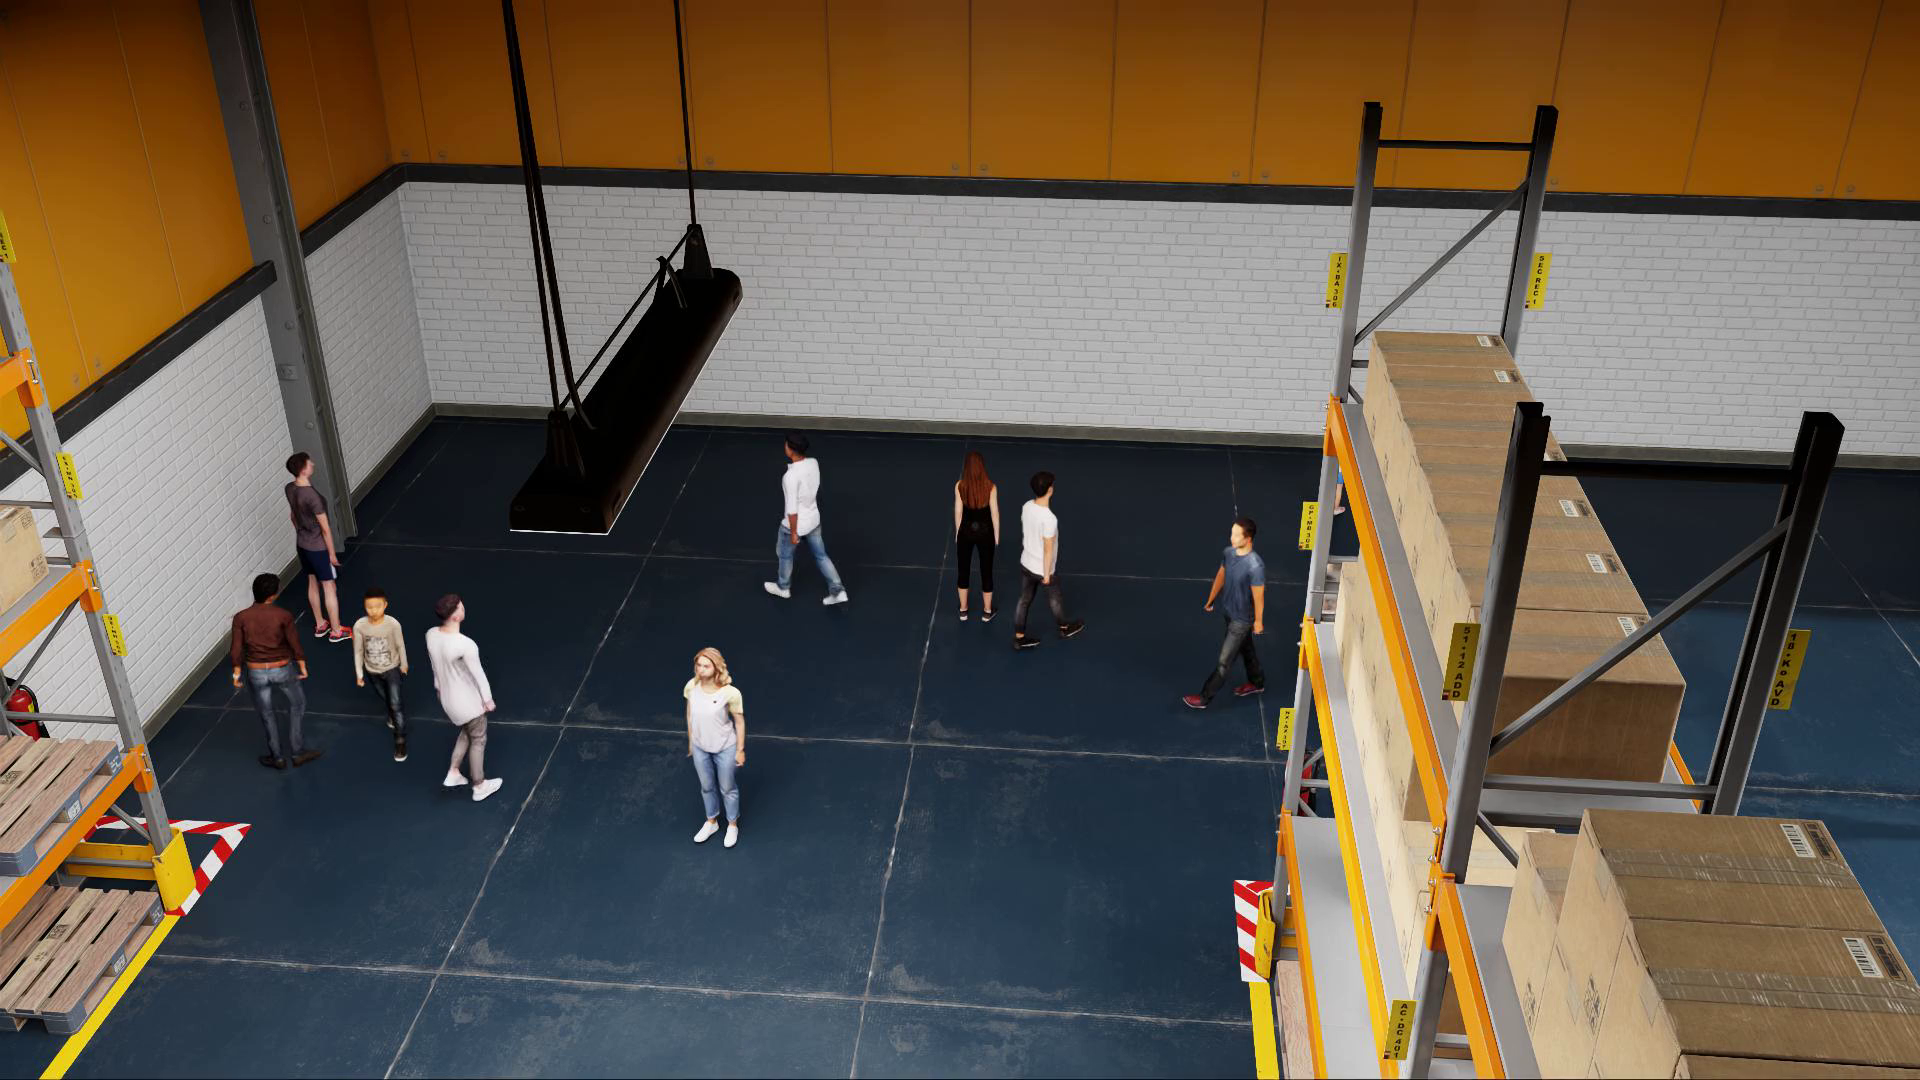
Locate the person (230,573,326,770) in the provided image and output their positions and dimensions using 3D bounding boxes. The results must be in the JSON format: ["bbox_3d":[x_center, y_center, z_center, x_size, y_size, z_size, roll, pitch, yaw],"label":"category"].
[{"bbox_3d":[-5.540,1.077,13.339,0.786,1.758,0.698,-16,32,-27],"label":"person"}]

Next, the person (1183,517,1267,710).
[{"bbox_3d":[2.461,0.614,14.170,1.056,1.774,1.148,-11,30,-19],"label":"person"}]

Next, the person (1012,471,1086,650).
[{"bbox_3d":[0.633,0.224,14.976,1.044,1.687,1.036,-15,32,-26],"label":"person"}]

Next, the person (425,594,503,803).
[{"bbox_3d":[-3.921,1.261,12.930,0.818,1.827,0.858,20,34,32],"label":"person"}]

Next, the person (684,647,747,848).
[{"bbox_3d":[-1.836,1.542,12.522,0.671,1.722,0.614,9,30,15],"label":"person"}]

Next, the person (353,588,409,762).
[{"bbox_3d":[-4.771,1.024,13.772,0.679,1.436,1.040,-4,29,-7],"label":"person"}]

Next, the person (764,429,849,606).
[{"bbox_3d":[-1.413,-0.157,15.583,1.087,1.775,1.205,17,33,29],"label":"person"}]

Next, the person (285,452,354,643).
[{"bbox_3d":[-5.858,0.063,15.098,0.725,1.852,0.727,19,34,31],"label":"person"}]

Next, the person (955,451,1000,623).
[{"bbox_3d":[0.142,-0.041,15.422,0.565,1.726,0.509,4,29,7],"label":"person"}]
